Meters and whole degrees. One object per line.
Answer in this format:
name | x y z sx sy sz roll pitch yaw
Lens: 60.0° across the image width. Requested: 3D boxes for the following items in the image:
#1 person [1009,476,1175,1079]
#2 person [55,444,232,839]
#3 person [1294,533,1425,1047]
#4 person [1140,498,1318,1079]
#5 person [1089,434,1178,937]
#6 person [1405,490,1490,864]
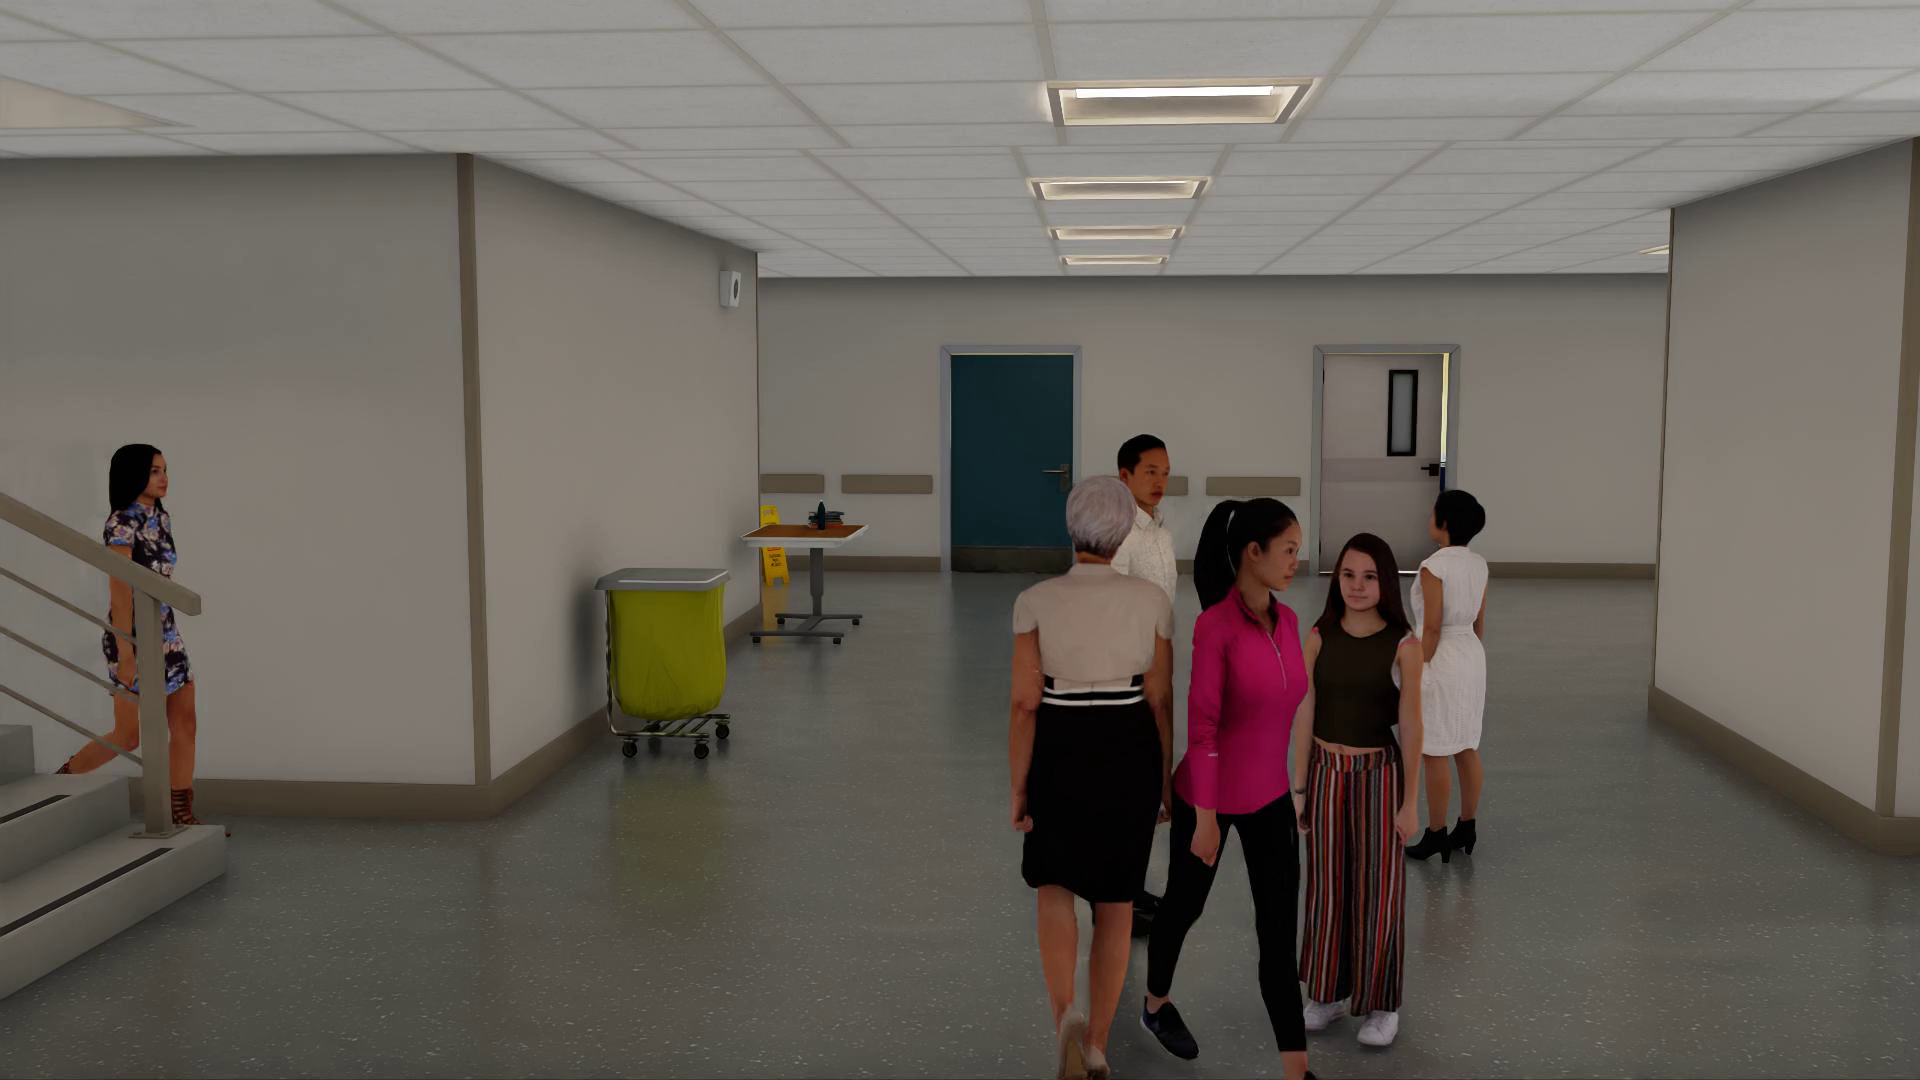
person | 0.364 0.711 4.524 0.729 1.735 0.690 0 6 3
person | -3.550 0.467 7.067 1.026 1.712 0.632 0 6 1
person | 1.208 0.746 5.057 0.582 1.559 0.688 4 7 35
person | 0.704 0.736 4.680 1.104 1.654 1.119 -4 7 -35
person | 0.623 0.511 6.142 0.701 1.809 0.734 3 7 28
person | 2.045 0.558 6.949 0.633 1.553 0.702 -4 7 -36
